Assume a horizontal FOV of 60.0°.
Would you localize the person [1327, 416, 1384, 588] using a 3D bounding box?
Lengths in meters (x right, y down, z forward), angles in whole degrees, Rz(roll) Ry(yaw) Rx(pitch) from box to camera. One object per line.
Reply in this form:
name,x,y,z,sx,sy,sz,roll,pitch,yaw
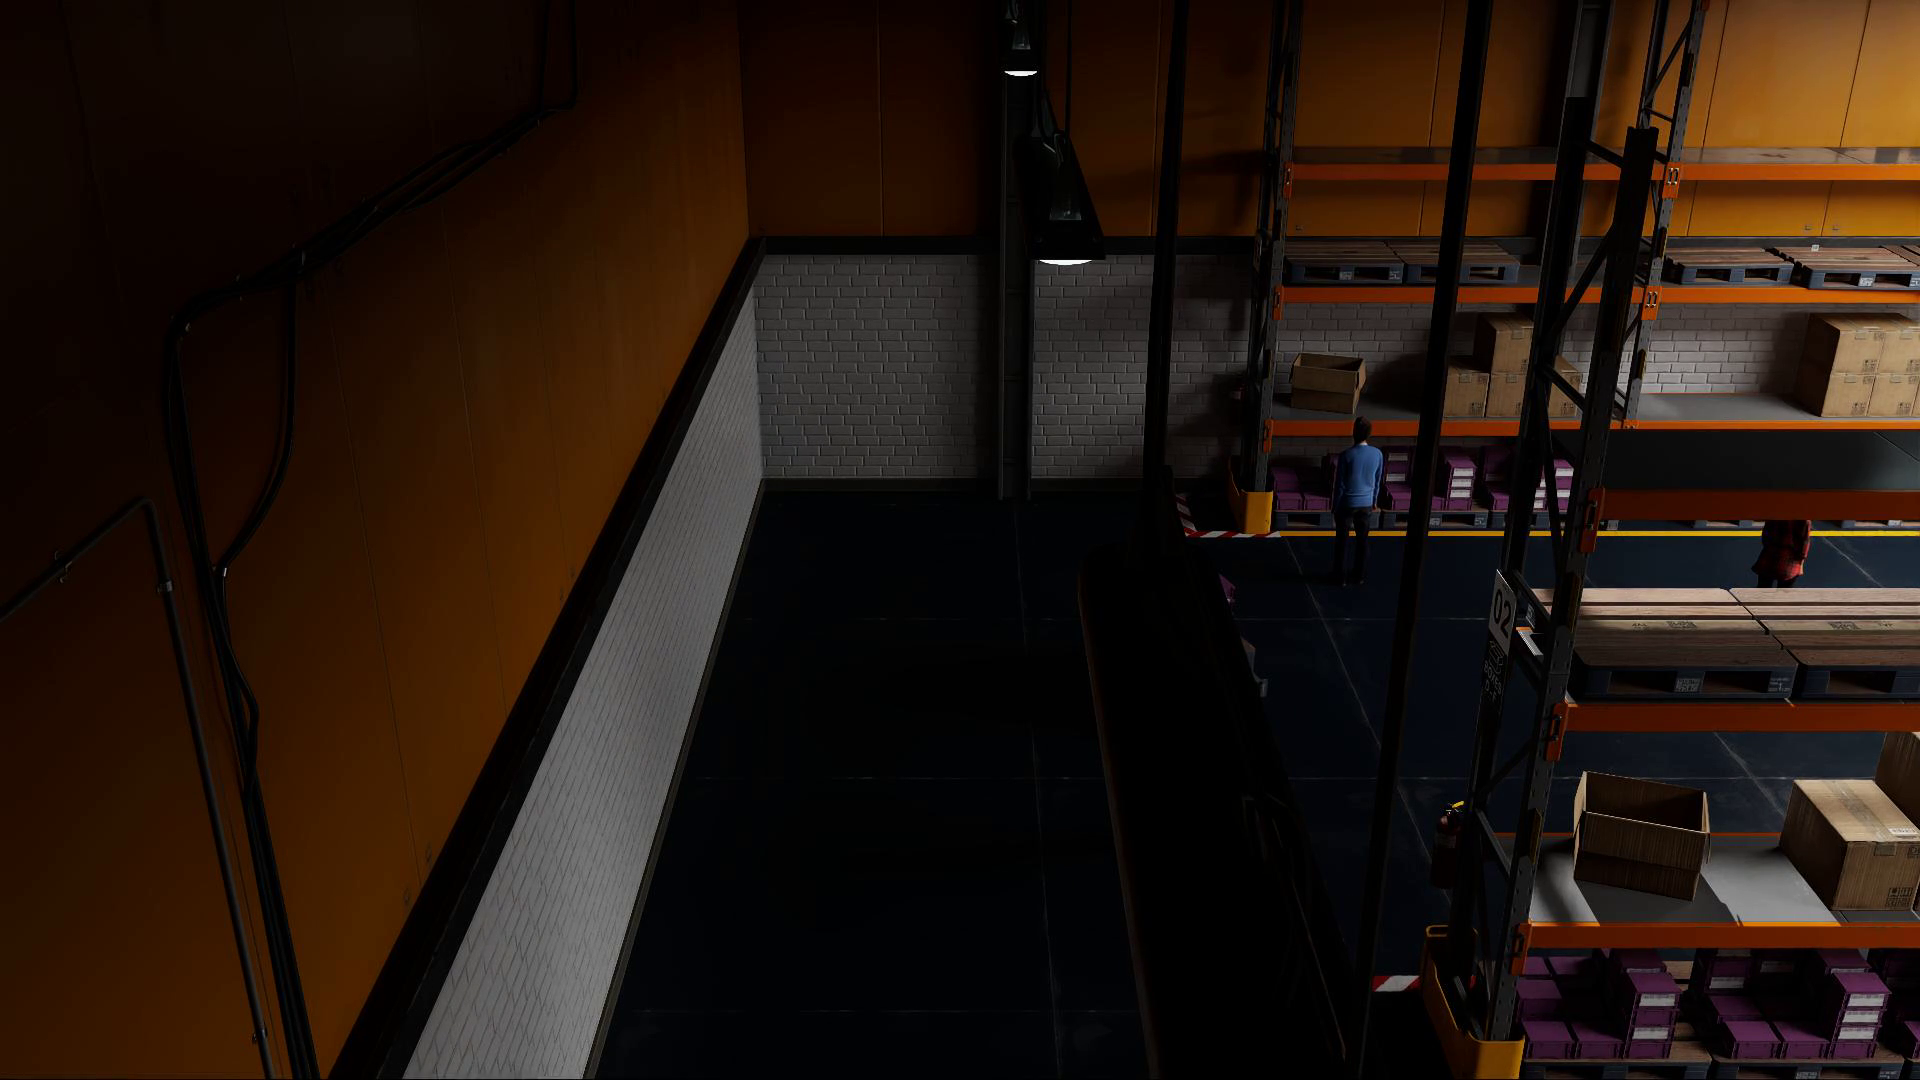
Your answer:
person,4.074,-0.403,17.124,0.581,1.820,0.760,-5,24,-11
